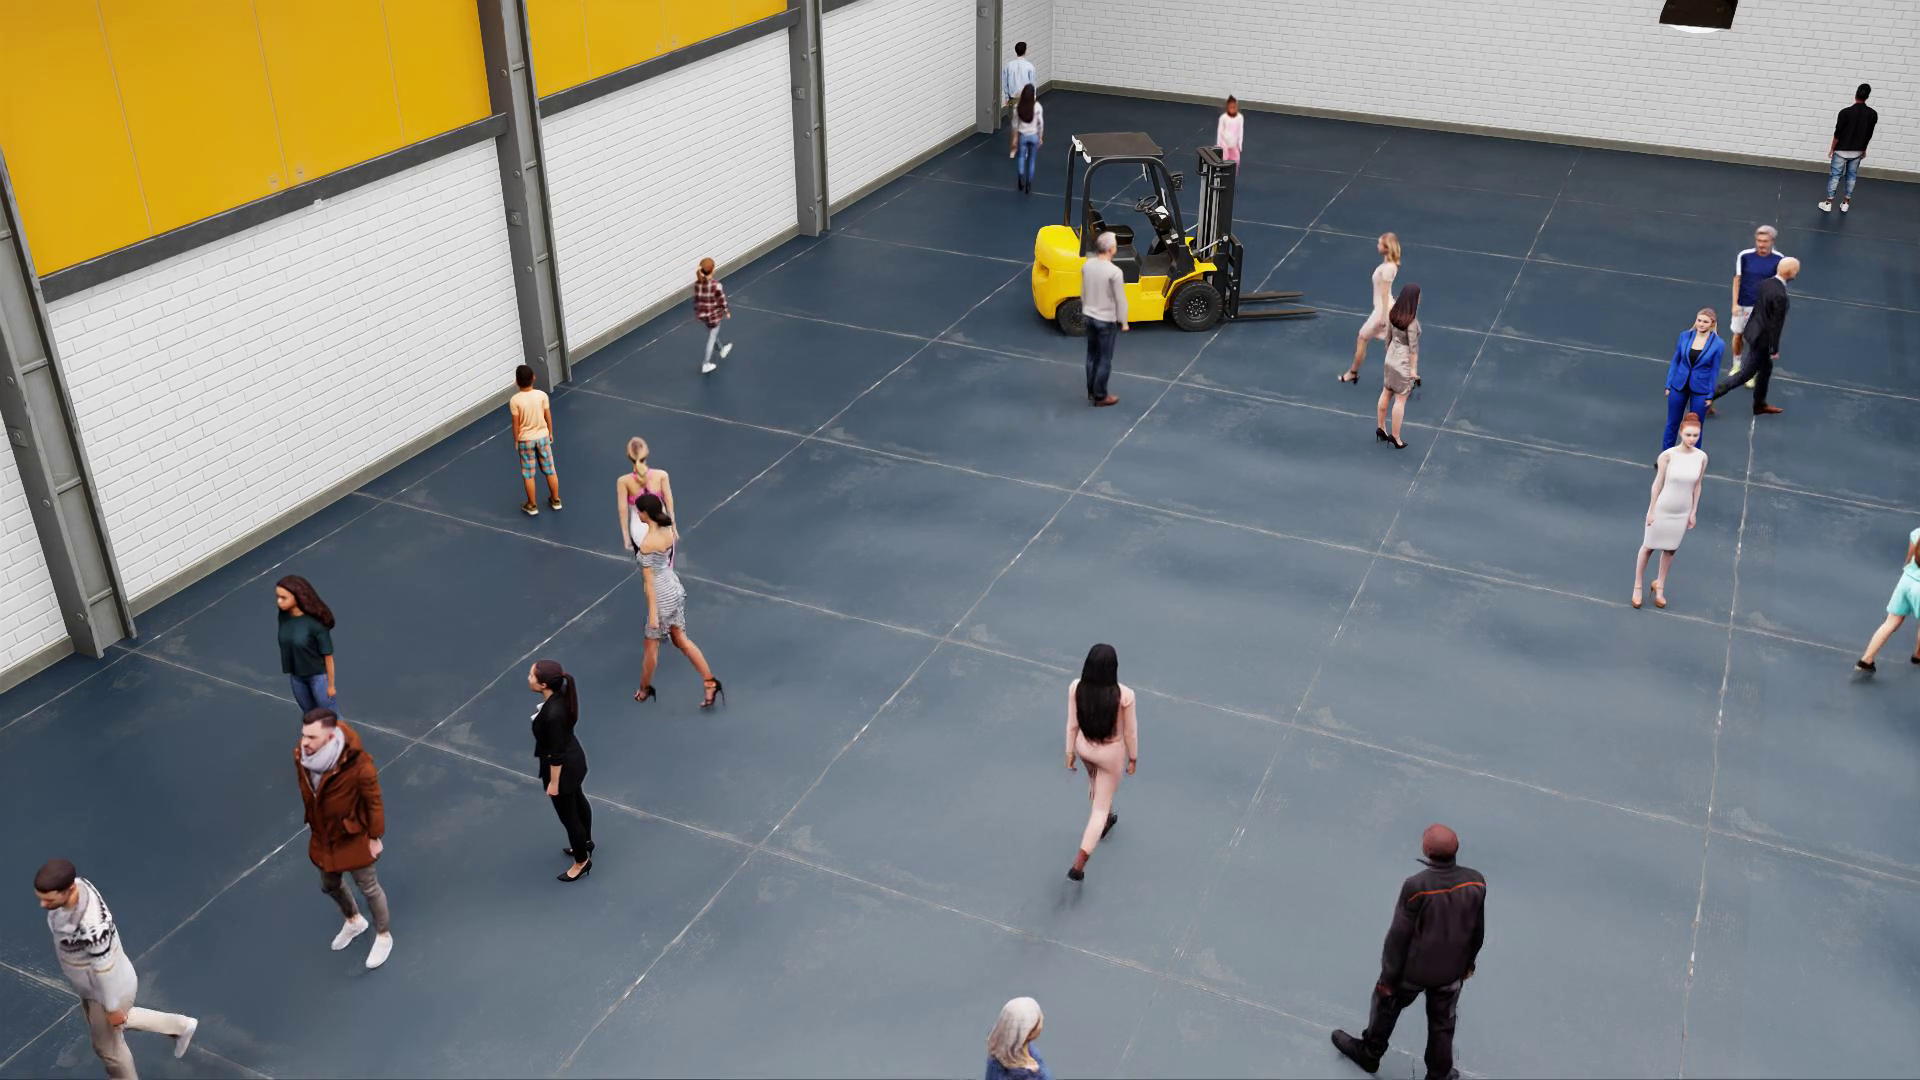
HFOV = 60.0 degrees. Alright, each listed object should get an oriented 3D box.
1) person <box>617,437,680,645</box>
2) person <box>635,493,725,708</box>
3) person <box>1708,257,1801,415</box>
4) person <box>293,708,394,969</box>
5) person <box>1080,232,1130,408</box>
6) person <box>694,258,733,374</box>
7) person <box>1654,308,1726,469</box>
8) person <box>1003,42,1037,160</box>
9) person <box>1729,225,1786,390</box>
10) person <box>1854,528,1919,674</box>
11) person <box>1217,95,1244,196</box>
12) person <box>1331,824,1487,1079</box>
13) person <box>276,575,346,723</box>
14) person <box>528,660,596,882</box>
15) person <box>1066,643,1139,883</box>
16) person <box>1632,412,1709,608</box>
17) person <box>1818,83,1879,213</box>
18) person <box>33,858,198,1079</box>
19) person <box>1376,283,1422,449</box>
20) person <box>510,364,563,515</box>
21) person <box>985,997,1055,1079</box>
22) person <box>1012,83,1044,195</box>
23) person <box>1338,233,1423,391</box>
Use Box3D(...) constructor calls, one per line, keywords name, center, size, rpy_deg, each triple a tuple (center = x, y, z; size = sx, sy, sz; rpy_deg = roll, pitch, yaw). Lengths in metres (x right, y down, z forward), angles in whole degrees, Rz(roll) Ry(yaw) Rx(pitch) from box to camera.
Box3D(name="person", center=(-2.497, 0.034, 13.521), size=(0.972, 1.767, 1.100), rpy_deg=(-6, 29, -11))
Box3D(name="person", center=(-2.143, 0.502, 12.652), size=(0.884, 1.777, 0.972), rpy_deg=(2, 29, 5))
Box3D(name="person", center=(8.313, -2.093, 17.418), size=(1.043, 1.770, 1.204), rpy_deg=(2, 29, 4))
Box3D(name="person", center=(-3.770, 1.790, 10.229), size=(0.750, 1.837, 0.733), rpy_deg=(8, 30, 14))
Box3D(name="person", center=(1.488, -2.341, 17.726), size=(0.850, 1.910, 0.852), rpy_deg=(-23, 36, -35))
Box3D(name="person", center=(-2.834, -2.500, 18.684), size=(0.555, 1.271, 0.891), rpy_deg=(15, 32, 25))
Box3D(name="person", center=(7.192, -1.474, 16.355), size=(0.666, 1.700, 0.619), rpy_deg=(21, 35, 33))
Box3D(name="person", center=(0.955, -6.946, 26.271), size=(0.705, 1.812, 0.608), rpy_deg=(8, 30, 15))
Box3D(name="person", center=(8.742, -2.632, 18.369), size=(0.622, 1.805, 0.809), rpy_deg=(11, 31, 20))
Box3D(name="person", center=(7.474, 0.415, 13.080), size=(1.127, 1.521, 0.979), rpy_deg=(-14, 32, -24))
Box3D(name="person", center=(3.990, -5.900, 24.746), size=(0.743, 1.435, 0.820), rpy_deg=(-3, 29, -6))
Box3D(name="person", center=(2.619, 2.373, 9.192), size=(1.019, 1.805, 1.051), rpy_deg=(-1, 29, -1))
Box3D(name="person", center=(-4.664, 0.962, 11.978), size=(0.581, 1.616, 0.567), rpy_deg=(12, 31, 21))
Box3D(name="person", center=(-2.605, 1.500, 10.944), size=(0.750, 1.661, 0.636), rpy_deg=(-1, 29, -2))
Box3D(name="person", center=(0.906, 1.482, 10.951), size=(0.628, 1.687, 1.143), rpy_deg=(14, 31, 23))
Box3D(name="person", center=(5.971, -0.233, 13.985), size=(0.628, 1.791, 0.605), rpy_deg=(1, 29, 1))
Box3D(name="person", center=(12.757, -5.622, 23.841), size=(0.754, 1.814, 0.701), rpy_deg=(4, 29, 8))
Box3D(name="person", center=(-4.620, 2.393, 9.134), size=(1.086, 1.826, 0.981), rpy_deg=(-18, 33, -29))
Box3D(name="person", center=(4.452, -1.770, 16.850), size=(0.706, 1.746, 0.668), rpy_deg=(-13, 31, -22))
Box3D(name="person", center=(-4.008, -0.951, 15.652), size=(0.570, 1.456, 0.658), rpy_deg=(-15, 32, -26))
Box3D(name="person", center=(0.191, 2.953, 8.252), size=(0.814, 1.688, 0.754), rpy_deg=(-10, 30, -17))
Box3D(name="person", center=(1.004, -5.892, 24.541), size=(0.697, 1.617, 0.729), rpy_deg=(3, 29, 5))
Box3D(name="person", center=(4.681, -2.407, 17.982), size=(0.684, 1.781, 1.086), rpy_deg=(15, 32, 25))
